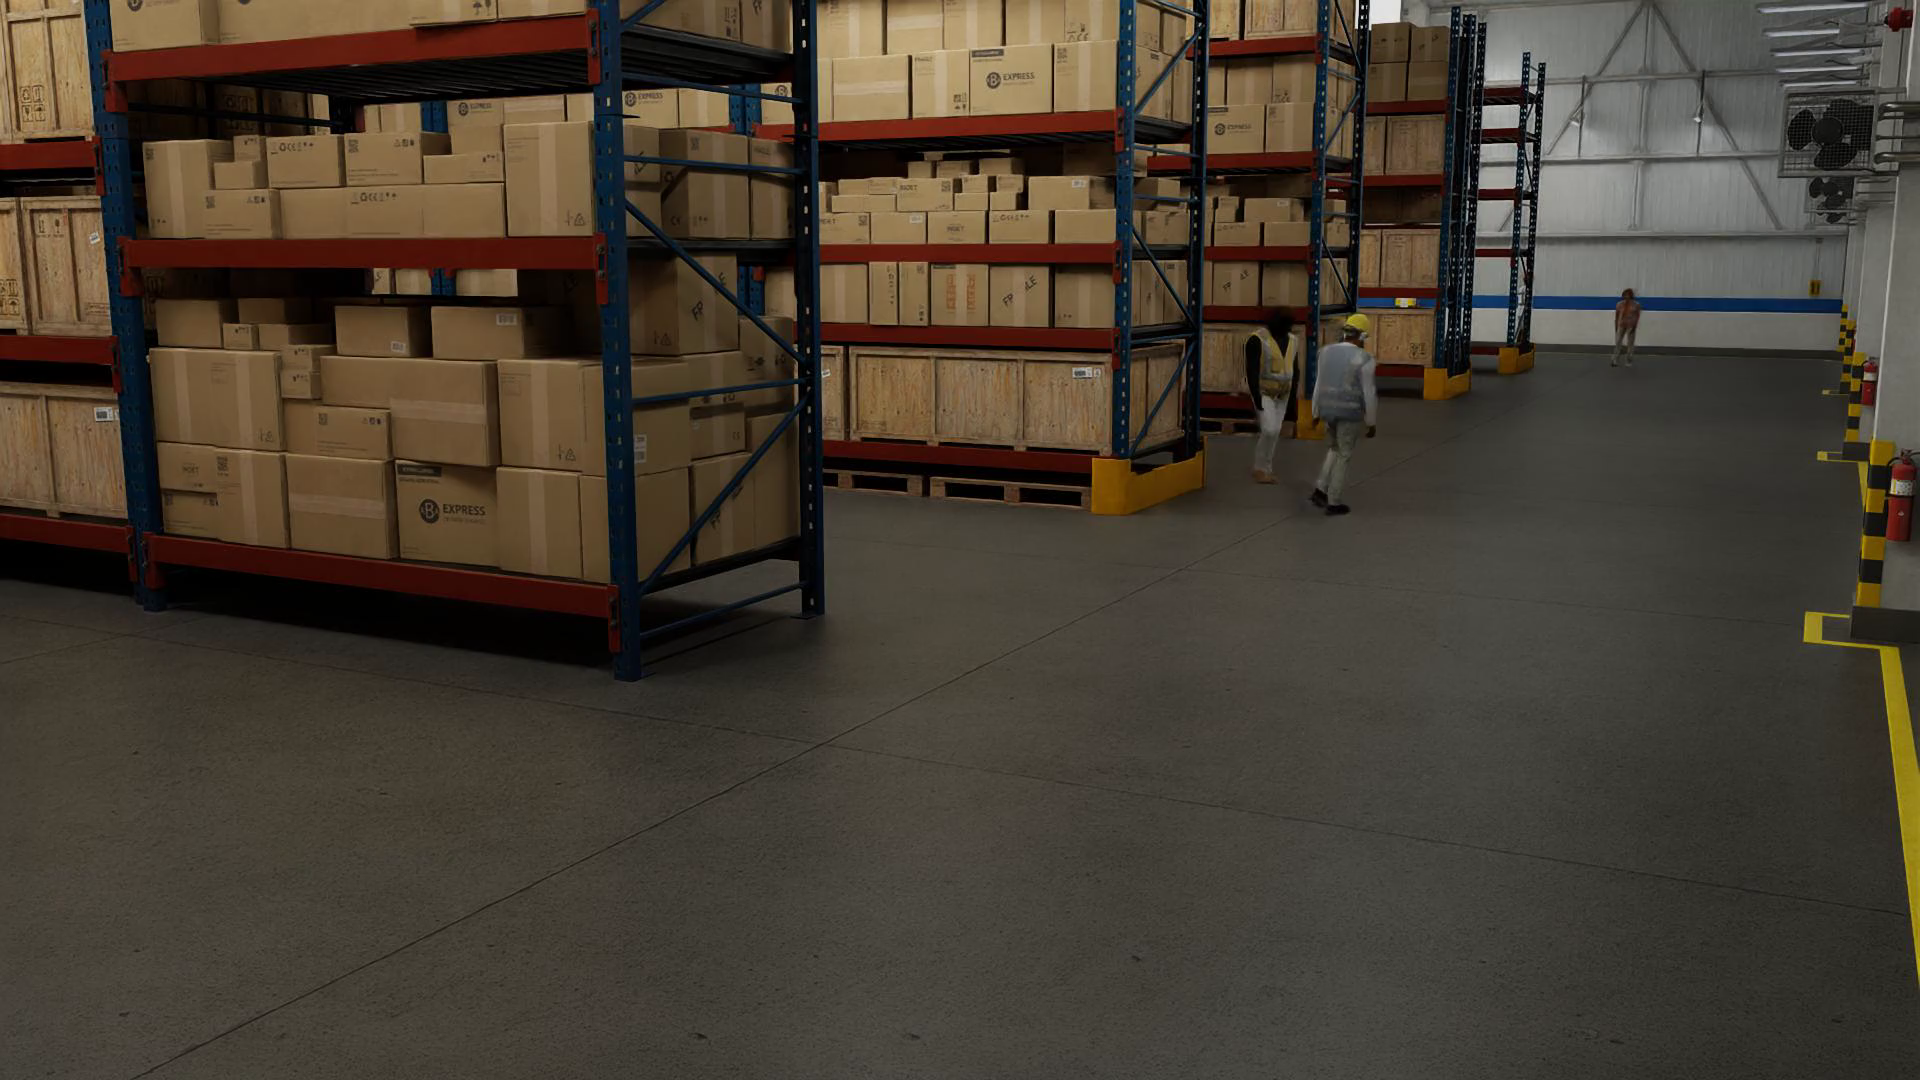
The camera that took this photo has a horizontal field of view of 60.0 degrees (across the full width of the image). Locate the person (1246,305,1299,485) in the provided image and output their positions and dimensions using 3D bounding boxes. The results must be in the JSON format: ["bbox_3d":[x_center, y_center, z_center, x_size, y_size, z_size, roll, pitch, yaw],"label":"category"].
[{"bbox_3d":[3.143,-1.442,16.689,0.654,1.814,0.501,-6,11,-30],"label":"person"}]

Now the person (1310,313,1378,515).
[{"bbox_3d":[3.438,-1.107,14.790,0.464,1.795,0.615,-8,12,-37],"label":"person"}]

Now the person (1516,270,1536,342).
[{"bbox_3d":[12.606,-5.025,37.056,0.350,1.942,0.545,0,10,1],"label":"person"}]

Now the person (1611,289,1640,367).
[{"bbox_3d":[13.551,-4.294,33.840,0.507,1.587,0.913,7,12,35],"label":"person"}]
